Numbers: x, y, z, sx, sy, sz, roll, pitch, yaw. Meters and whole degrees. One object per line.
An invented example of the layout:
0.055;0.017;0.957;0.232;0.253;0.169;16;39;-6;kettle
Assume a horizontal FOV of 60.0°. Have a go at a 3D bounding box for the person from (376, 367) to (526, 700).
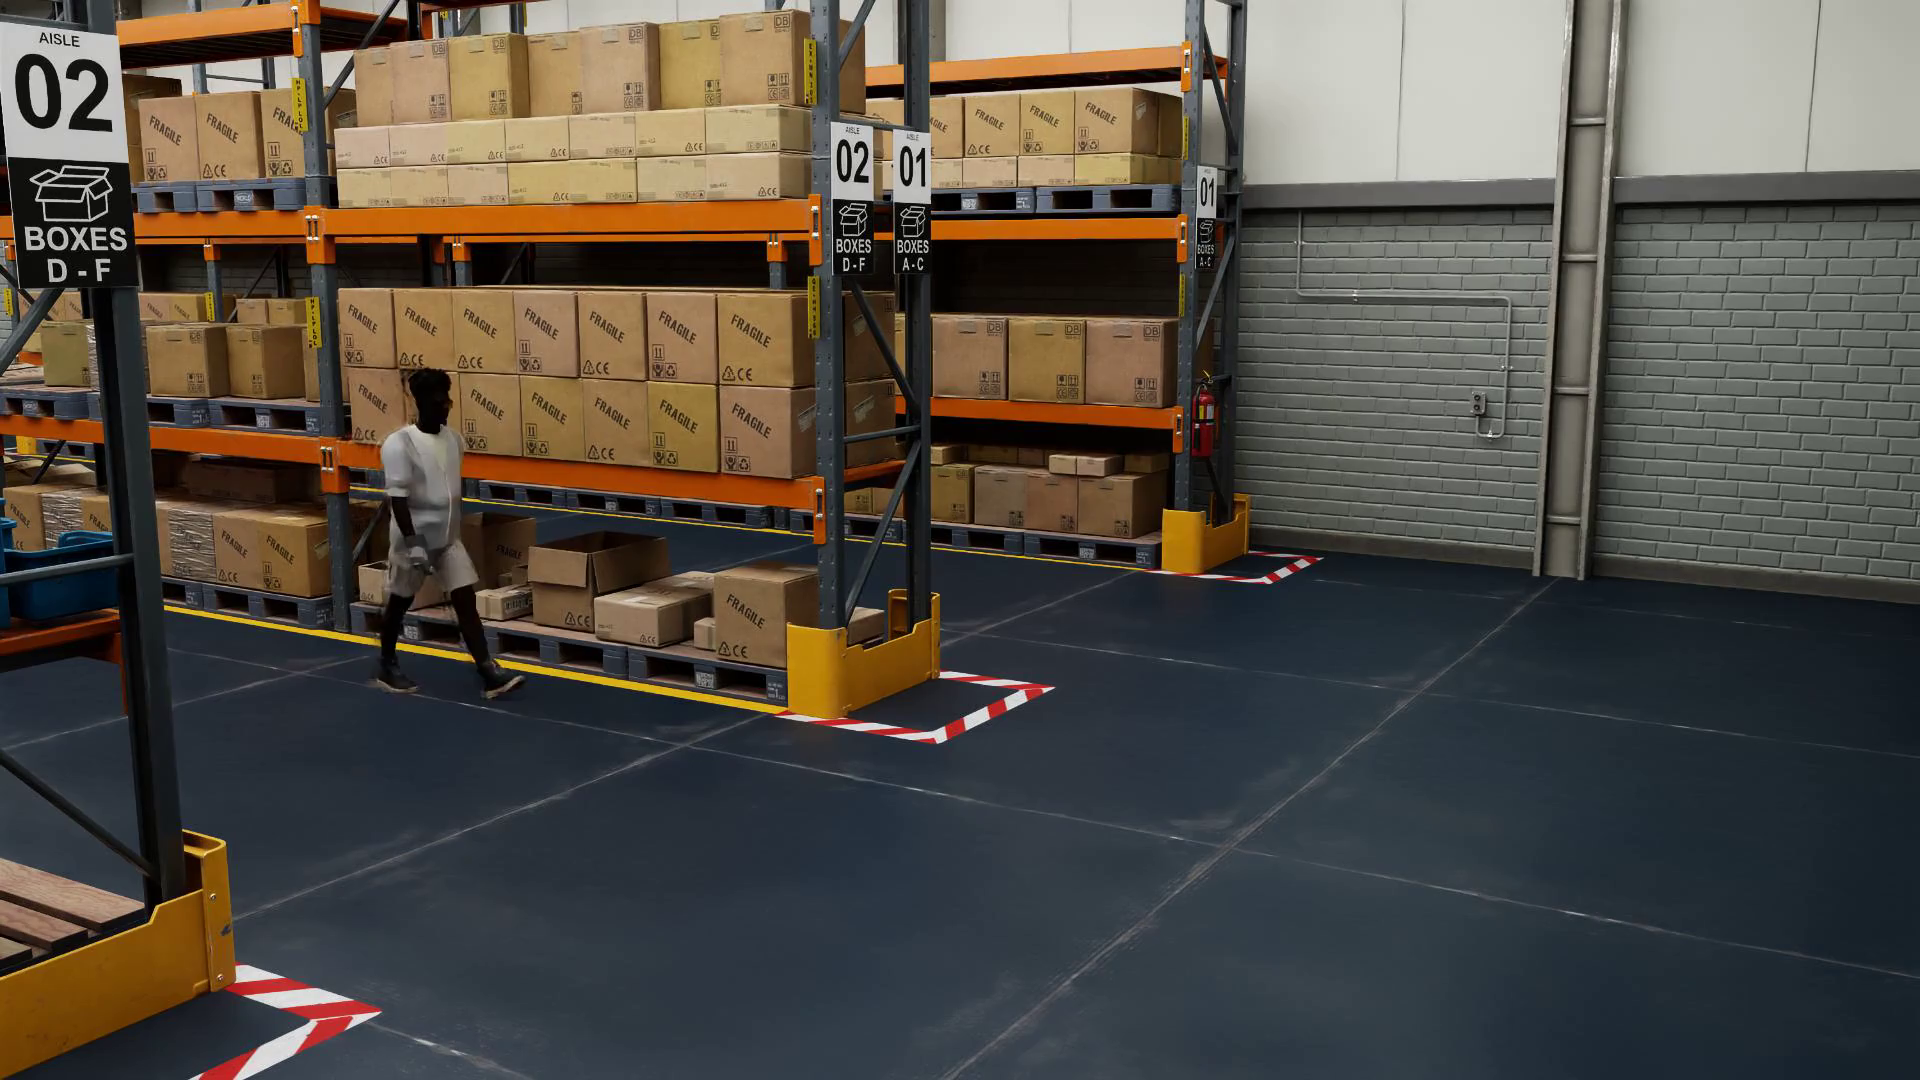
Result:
-2.992;-0.024;9.479;1.046;1.910;0.613;5;11;29;person
